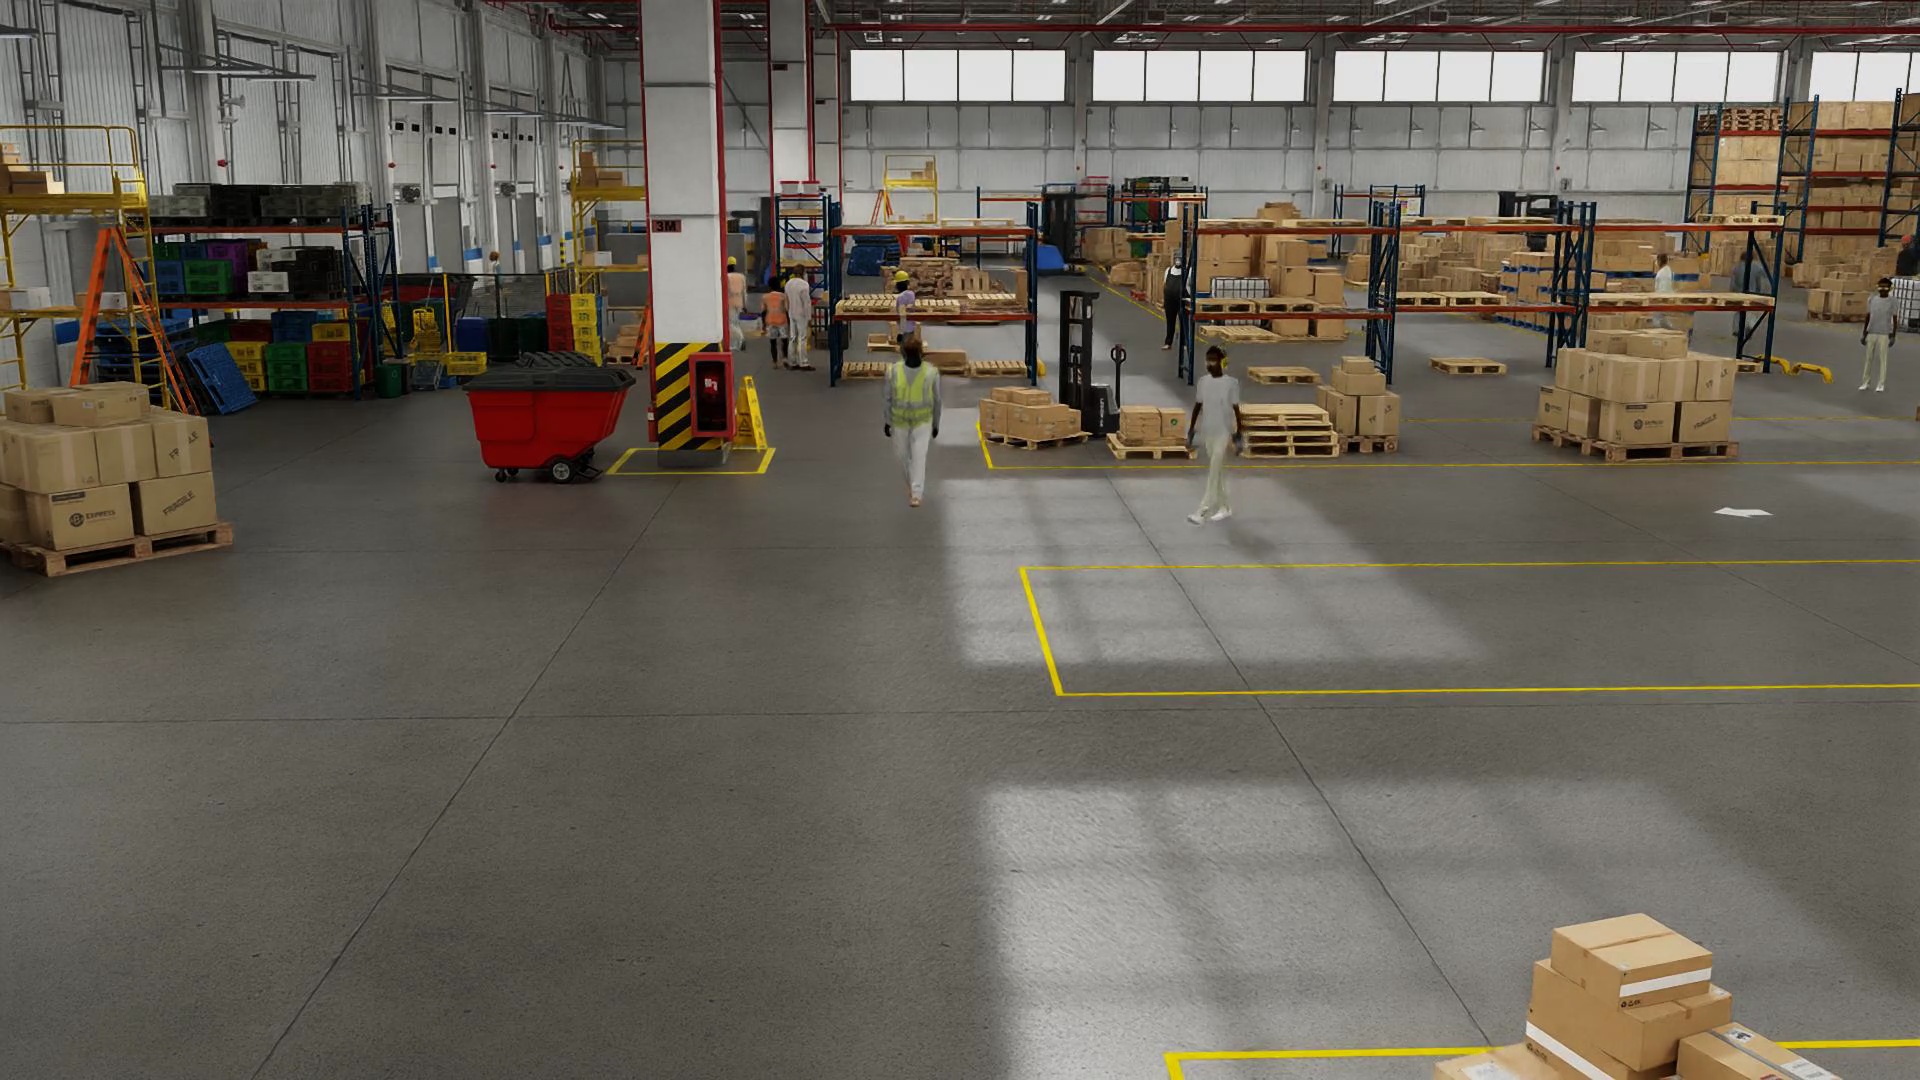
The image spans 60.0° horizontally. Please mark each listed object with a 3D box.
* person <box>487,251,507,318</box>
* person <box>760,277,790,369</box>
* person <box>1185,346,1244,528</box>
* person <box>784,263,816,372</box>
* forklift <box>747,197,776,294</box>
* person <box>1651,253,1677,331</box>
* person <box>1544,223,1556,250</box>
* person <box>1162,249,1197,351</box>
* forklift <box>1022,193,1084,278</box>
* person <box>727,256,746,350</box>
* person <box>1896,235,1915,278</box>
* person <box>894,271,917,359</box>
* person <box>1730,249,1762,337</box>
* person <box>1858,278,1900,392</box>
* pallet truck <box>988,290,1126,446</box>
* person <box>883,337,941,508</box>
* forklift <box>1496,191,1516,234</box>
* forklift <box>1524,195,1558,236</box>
[{"bbox_3d":[-11.420,-6.265,40.855,0.526,1.631,0.321,12,17,42],"label":"person"},{"bbox_3d":[-3.369,-3.950,30.283,0.544,1.673,0.379,-1,13,-3],"label":"person"},{"bbox_3d":[2.542,-1.044,16.847,0.554,1.819,0.971,12,17,43],"label":"person"},{"bbox_3d":[-2.890,-4.004,29.952,0.629,1.936,0.373,12,17,43],"label":"person"},{"bbox_3d":[-5.580,-8.610,48.596,1.873,2.768,1.129,0,12,-2],"label":"forklift"},{"bbox_3d":[14.458,-4.936,34.179,0.589,1.924,0.650,7,14,27],"label":"person"},{"bbox_3d":[18.883,-9.112,53.000,0.545,1.942,0.353,3,13,13],"label":"person"},{"bbox_3d":[4.352,-4.807,33.337,0.689,2.000,0.539,7,14,29],"label":"person"},{"bbox_3d":[3.136,-10.348,56.444,1.873,2.768,1.129,-7,14,-29],"label":"forklift"},{"bbox_3d":[-4.506,-4.716,33.257,0.590,1.908,0.749,-10,16,-39],"label":"person"},{"bbox_3d":[23.804,-6.671,41.874,0.629,1.982,0.534,-7,15,-30],"label":"person"},{"bbox_3d":[-0.930,-3.537,27.867,0.384,1.924,0.589,3,13,15],"label":"person"},{"bbox_3d":[16.992,-5.329,36.005,0.637,1.913,0.844,4,13,19],"label":"person"},{"bbox_3d":[15.041,-3.360,27.229,0.334,1.858,0.509,-12,17,-43],"label":"person"},{"bbox_3d":[1.257,-2.299,22.111,1.885,1.965,0.823,-9,15,-35],"label":"pallet truck"},{"bbox_3d":[-0.514,-1.302,18.048,0.621,1.816,0.793,2,13,7],"label":"person"},{"bbox_3d":[20.594,-11.778,62.900,1.873,2.768,1.129,0,12,-2],"label":"forklift"},{"bbox_3d":[18.548,-9.663,53.347,1.129,2.768,1.873,-1,13,-3],"label":"forklift"}]
